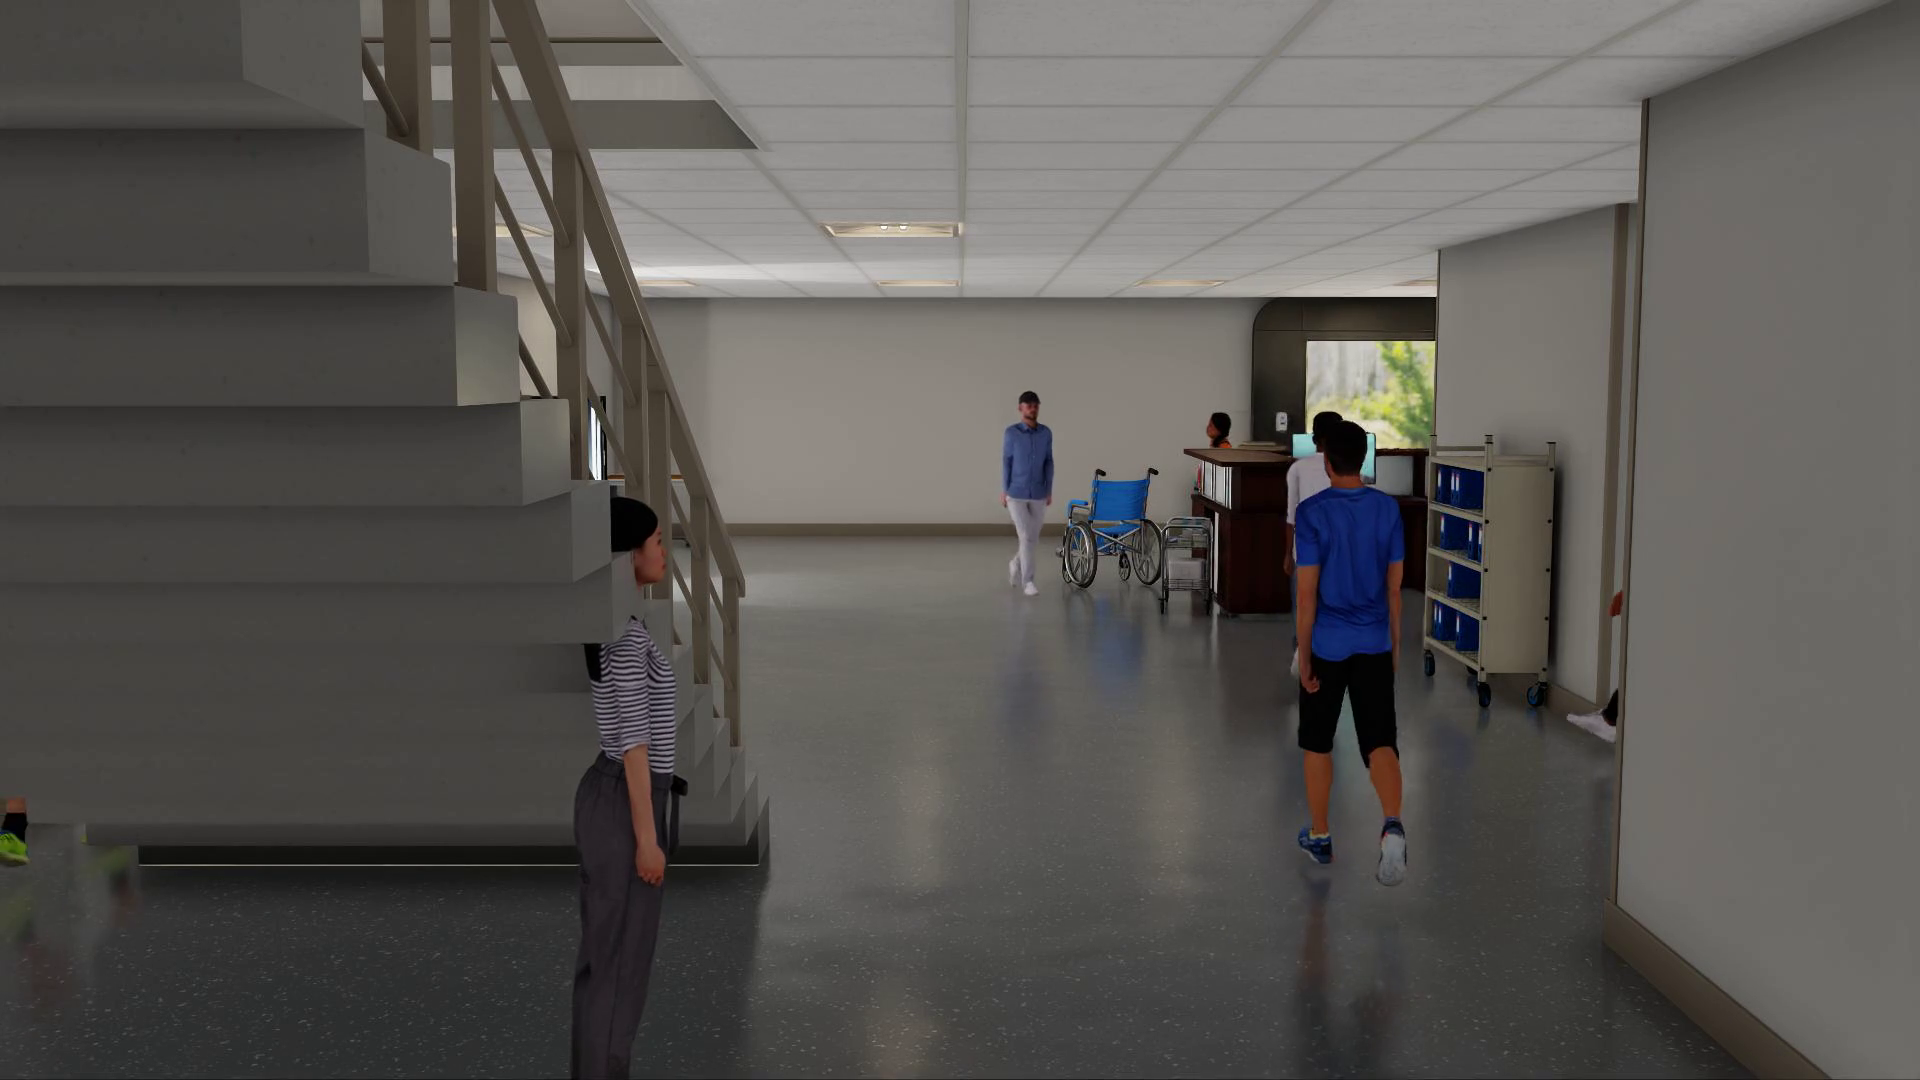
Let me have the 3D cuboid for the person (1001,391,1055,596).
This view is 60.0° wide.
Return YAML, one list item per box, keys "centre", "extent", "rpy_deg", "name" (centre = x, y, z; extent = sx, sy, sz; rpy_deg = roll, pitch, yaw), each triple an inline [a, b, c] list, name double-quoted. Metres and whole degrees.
- centre: [0.595, -0.422, 15.417]
  extent: [0.895, 1.859, 1.196]
  rpy_deg: [-2, 6, -19]
  name: "person"

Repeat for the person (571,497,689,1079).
- centre: [-0.910, 0.781, 4.423]
  extent: [0.720, 1.666, 0.577]
  rpy_deg: [-2, 6, -17]
  name: "person"

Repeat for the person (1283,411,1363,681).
- centre: [2.305, 0.082, 10.700]
  extent: [0.802, 1.799, 0.930]
  rpy_deg: [2, 6, 20]
  name: "person"

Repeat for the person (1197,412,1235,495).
- centre: [2.699, -0.478, 16.990]
  extent: [0.705, 1.656, 0.776]
  rpy_deg: [0, 6, 2]
  name: "person"

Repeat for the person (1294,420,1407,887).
- centre: [1.580, 0.469, 6.648]
  extent: [0.617, 1.841, 1.129]
  rpy_deg: [0, 6, 1]
  name: "person"

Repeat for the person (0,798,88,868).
- centre: [-3.733, 0.421, 7.078]
  extent: [0.694, 1.852, 1.093]
  rpy_deg: [0, 6, -2]
  name: "person"
